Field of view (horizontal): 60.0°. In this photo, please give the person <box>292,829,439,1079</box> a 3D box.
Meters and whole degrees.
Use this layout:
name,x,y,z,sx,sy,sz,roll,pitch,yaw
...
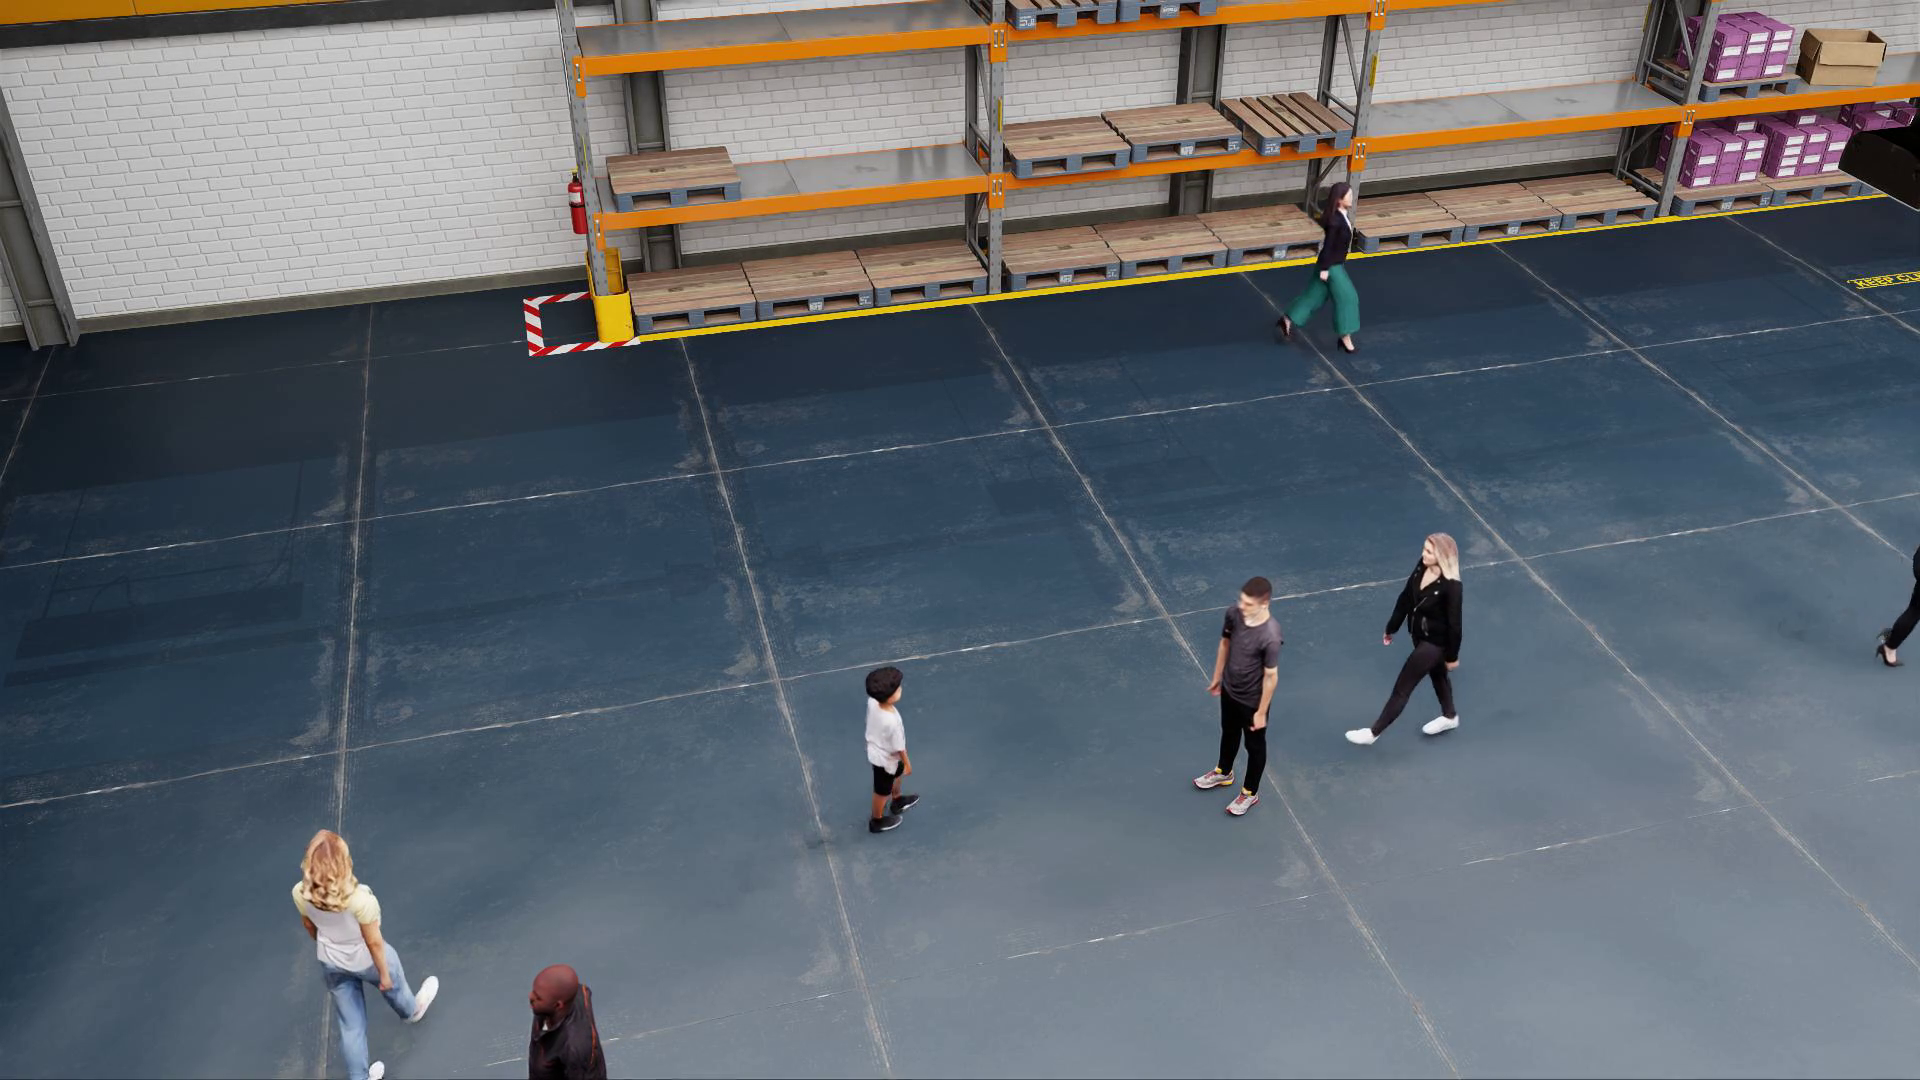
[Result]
name,x,y,z,sx,sy,sz,roll,pitch,yaw
person,-3.172,2.253,8.609,1.065,1.689,0.941,4,34,6

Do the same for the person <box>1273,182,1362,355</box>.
name,x,y,z,sx,sy,sz,roll,pitch,yaw
person,3.443,-2.588,15.883,1.179,1.701,0.958,8,34,12

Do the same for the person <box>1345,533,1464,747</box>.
name,x,y,z,sx,sy,sz,roll,pitch,yaw
person,3.203,0.658,11.052,1.113,1.642,0.593,-9,35,-14

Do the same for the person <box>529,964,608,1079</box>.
name,x,y,z,sx,sy,sz,roll,pitch,yaw
person,-1.805,2.656,7.881,0.657,1.825,0.730,-14,36,-20

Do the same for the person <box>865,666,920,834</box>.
name,x,y,z,sx,sy,sz,roll,pitch,yaw
person,-0.523,1.334,10.392,0.681,1.247,0.577,-17,37,-24

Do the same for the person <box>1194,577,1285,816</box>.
name,x,y,z,sx,sy,sz,roll,pitch,yaw
person,1.813,0.952,10.503,0.656,1.761,0.700,-19,38,-26
